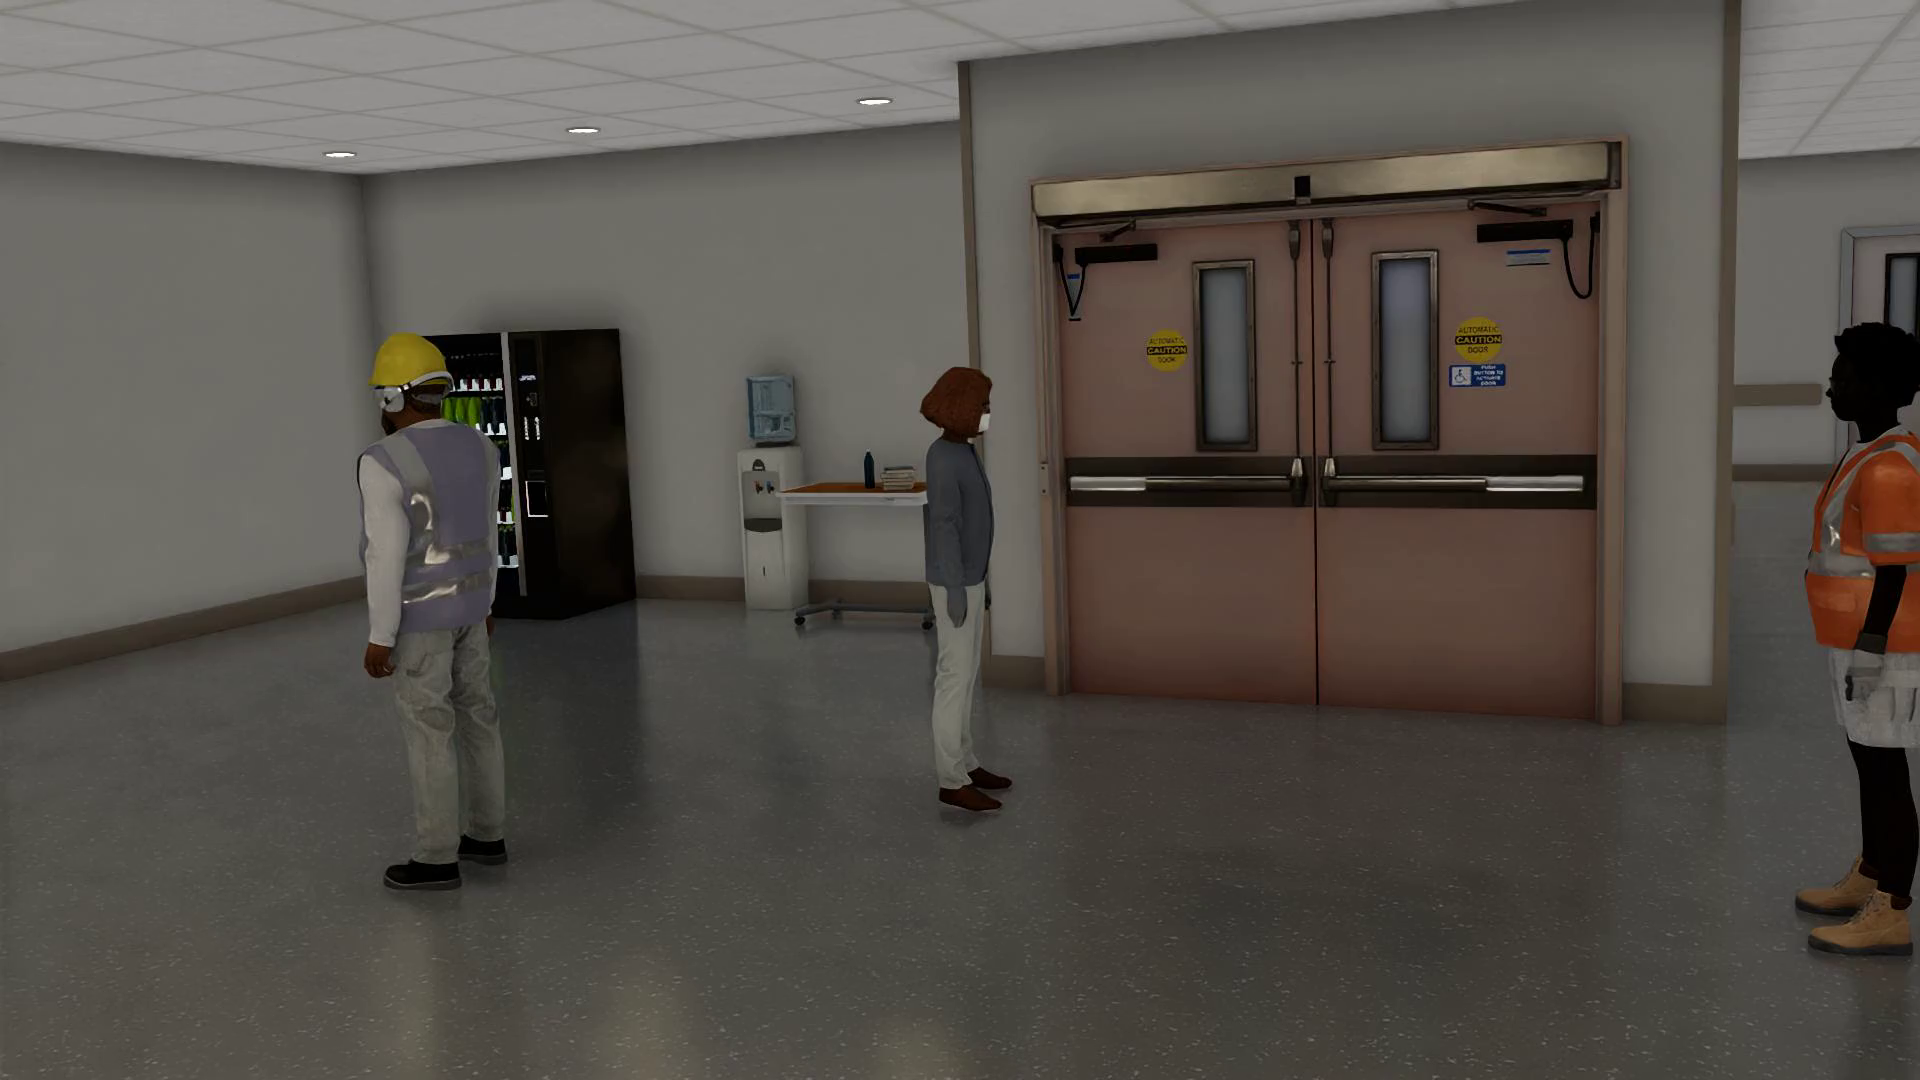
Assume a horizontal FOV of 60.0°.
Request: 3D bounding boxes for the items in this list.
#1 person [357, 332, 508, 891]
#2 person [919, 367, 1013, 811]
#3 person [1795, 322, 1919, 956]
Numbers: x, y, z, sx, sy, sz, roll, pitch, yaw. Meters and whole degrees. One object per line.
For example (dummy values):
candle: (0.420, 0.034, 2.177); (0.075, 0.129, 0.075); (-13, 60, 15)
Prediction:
person: (-1.756, 0.235, 5.511); (0.404, 1.833, 0.589); (1, 8, 23)
person: (0.016, 0.174, 6.189); (0.288, 1.633, 0.497); (-1, 8, 10)
person: (2.459, 0.264, 4.500); (0.318, 1.697, 0.534); (1, 8, 23)
